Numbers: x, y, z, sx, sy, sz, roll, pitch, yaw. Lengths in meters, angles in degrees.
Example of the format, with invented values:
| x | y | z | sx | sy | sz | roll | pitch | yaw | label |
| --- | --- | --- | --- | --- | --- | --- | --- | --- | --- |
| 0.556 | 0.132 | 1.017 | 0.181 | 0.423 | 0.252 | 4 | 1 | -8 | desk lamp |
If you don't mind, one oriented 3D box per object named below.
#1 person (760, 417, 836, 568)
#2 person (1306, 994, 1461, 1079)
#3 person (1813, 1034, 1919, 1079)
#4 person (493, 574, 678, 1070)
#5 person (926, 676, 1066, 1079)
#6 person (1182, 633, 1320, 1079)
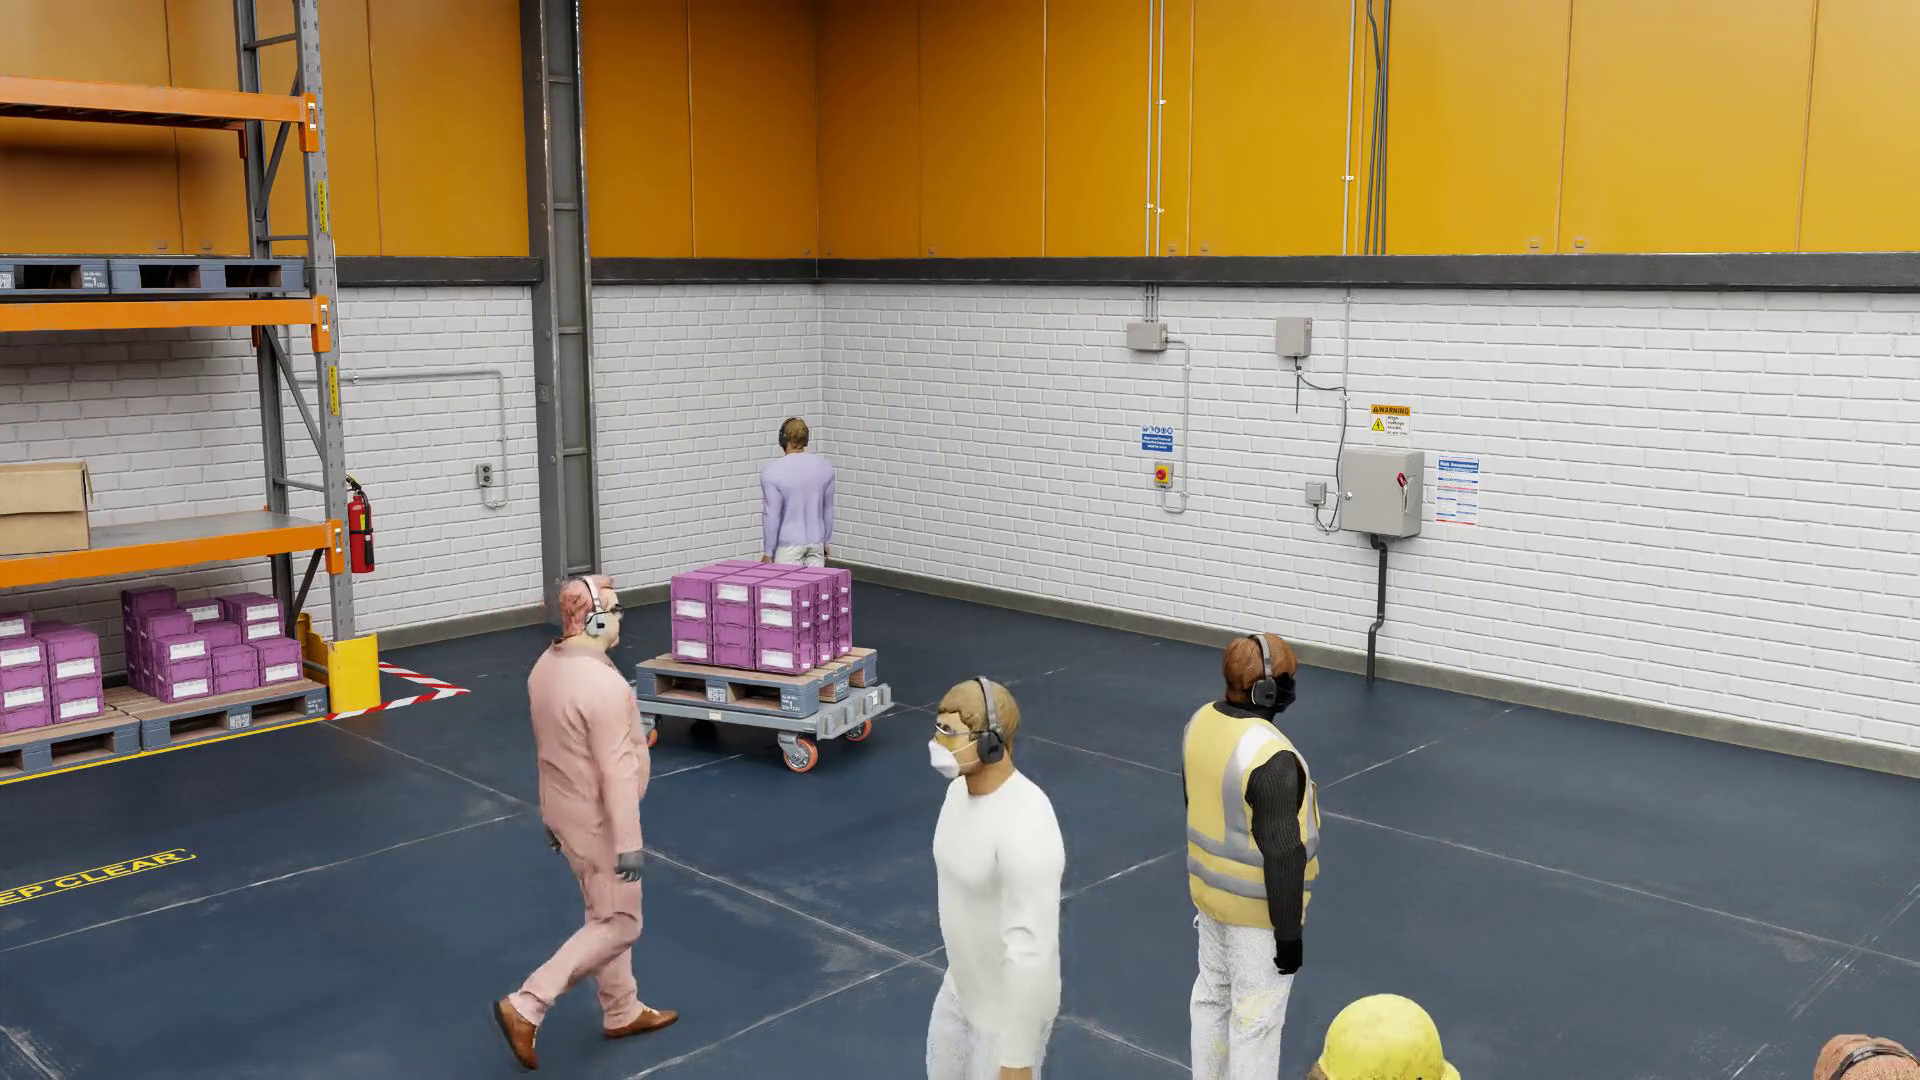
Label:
| x | y | z | sx | sy | sz | roll | pitch | yaw | label |
| --- | --- | --- | --- | --- | --- | --- | --- | --- | --- |
| -1.217 | 0.047 | 12.447 | 0.627 | 1.940 | 0.376 | -7 | 12 | -37 | person |
| 0.794 | 1.678 | 3.178 | 0.912 | 1.687 | 0.507 | -1 | 9 | -9 | person |
| 1.694 | 1.738 | 3.086 | 0.523 | 1.618 | 0.704 | 1 | 9 | 4 | person |
| -1.434 | 1.069 | 6.327 | 0.710 | 1.889 | 0.655 | -6 | 11 | -32 | person |
| 0.174 | 1.316 | 4.719 | 0.705 | 1.924 | 0.633 | -4 | 10 | -21 | person |
| 0.981 | 1.215 | 5.585 | 0.429 | 1.844 | 0.625 | -3 | 10 | -19 | person |
